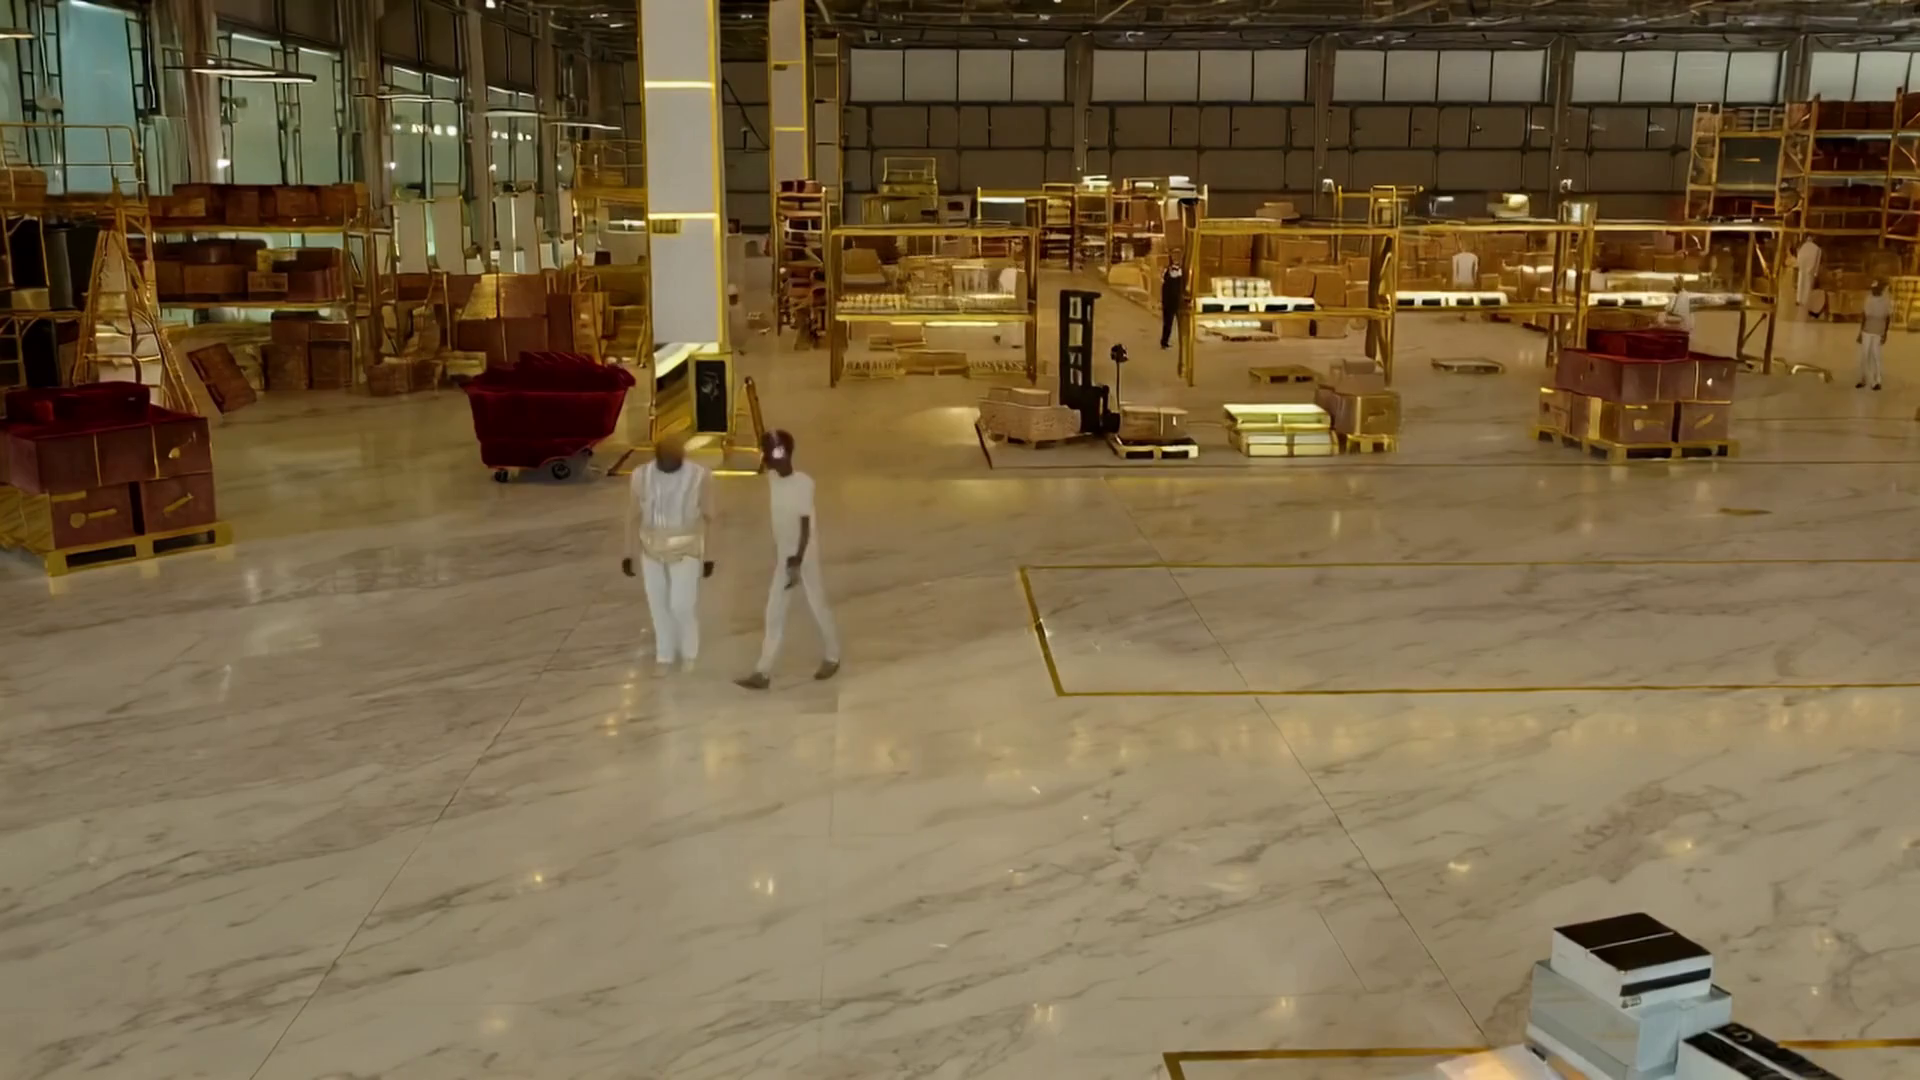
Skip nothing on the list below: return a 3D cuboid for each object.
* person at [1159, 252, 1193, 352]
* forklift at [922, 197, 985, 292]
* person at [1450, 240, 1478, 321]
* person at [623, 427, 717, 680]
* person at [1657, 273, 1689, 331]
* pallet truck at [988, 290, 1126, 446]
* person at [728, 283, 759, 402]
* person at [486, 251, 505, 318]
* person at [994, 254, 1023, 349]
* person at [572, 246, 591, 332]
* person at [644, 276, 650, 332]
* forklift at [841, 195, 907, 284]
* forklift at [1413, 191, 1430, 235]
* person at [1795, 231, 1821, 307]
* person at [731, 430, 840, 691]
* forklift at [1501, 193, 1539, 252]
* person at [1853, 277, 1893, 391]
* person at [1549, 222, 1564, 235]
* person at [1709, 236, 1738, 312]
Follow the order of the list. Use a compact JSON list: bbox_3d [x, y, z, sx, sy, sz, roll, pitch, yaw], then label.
[{"bbox_3d":[4.275,-4.743,33.045,0.704,2.000,0.950,5,13,22],"label":"person"},{"bbox_3d":[-0.157,-8.447,47.859,1.129,2.768,1.873,-7,14,-30],"label":"forklift"},{"bbox_3d":[12.184,-6.292,40.328,0.648,1.911,0.747,-1,13,-3],"label":"person"},{"bbox_3d":[-2.036,0.102,11.678,0.640,1.819,0.450,3,13,11],"label":"person"},{"bbox_3d":[12.217,-3.653,28.537,0.566,1.856,0.685,2,13,9],"label":"person"},{"bbox_3d":[1.257,-2.299,22.111,1.885,1.965,0.823,-9,15,-35],"label":"pallet truck"},{"bbox_3d":[-3.518,-3.006,25.582,0.993,1.872,0.624,-12,17,-42],"label":"person"},{"bbox_3d":[-11.439,-6.266,40.860,0.518,1.633,0.314,11,17,42],"label":"person"},{"bbox_3d":[1.014,-4.799,33.582,0.525,1.922,0.636,-11,16,-40],"label":"person"},{"bbox_3d":[-8.424,-5.589,37.123,0.387,1.927,0.589,-4,13,-19],"label":"person"},{"bbox_3d":[-6.561,-5.125,35.603,0.547,1.667,0.756,-9,15,-35],"label":"person"},{"bbox_3d":[-2.772,-9.619,53.151,1.873,2.768,1.129,-7,14,-29],"label":"forklift"},{"bbox_3d":[17.364,-11.754,62.790,1.873,2.768,1.129,0,12,-2],"label":"forklift"},{"bbox_3d":[22.521,-7.187,44.188,0.615,1.994,0.381,11,17,40],"label":"person"},{"bbox_3d":[-1.164,0.144,11.501,0.545,1.806,0.945,10,16,39],"label":"person"},{"bbox_3d":[19.009,-10.485,57.062,1.873,2.768,1.129,-11,17,-42],"label":"forklift"},{"bbox_3d":[14.986,-3.369,27.266,0.325,1.860,0.516,-6,14,-24],"label":"person"},{"bbox_3d":[20.072,-9.742,55.961,0.543,1.901,0.954,3,13,12],"label":"person"},{"bbox_3d":[19.508,-6.789,42.537,0.654,1.926,0.440,4,13,18],"label":"person"}]
